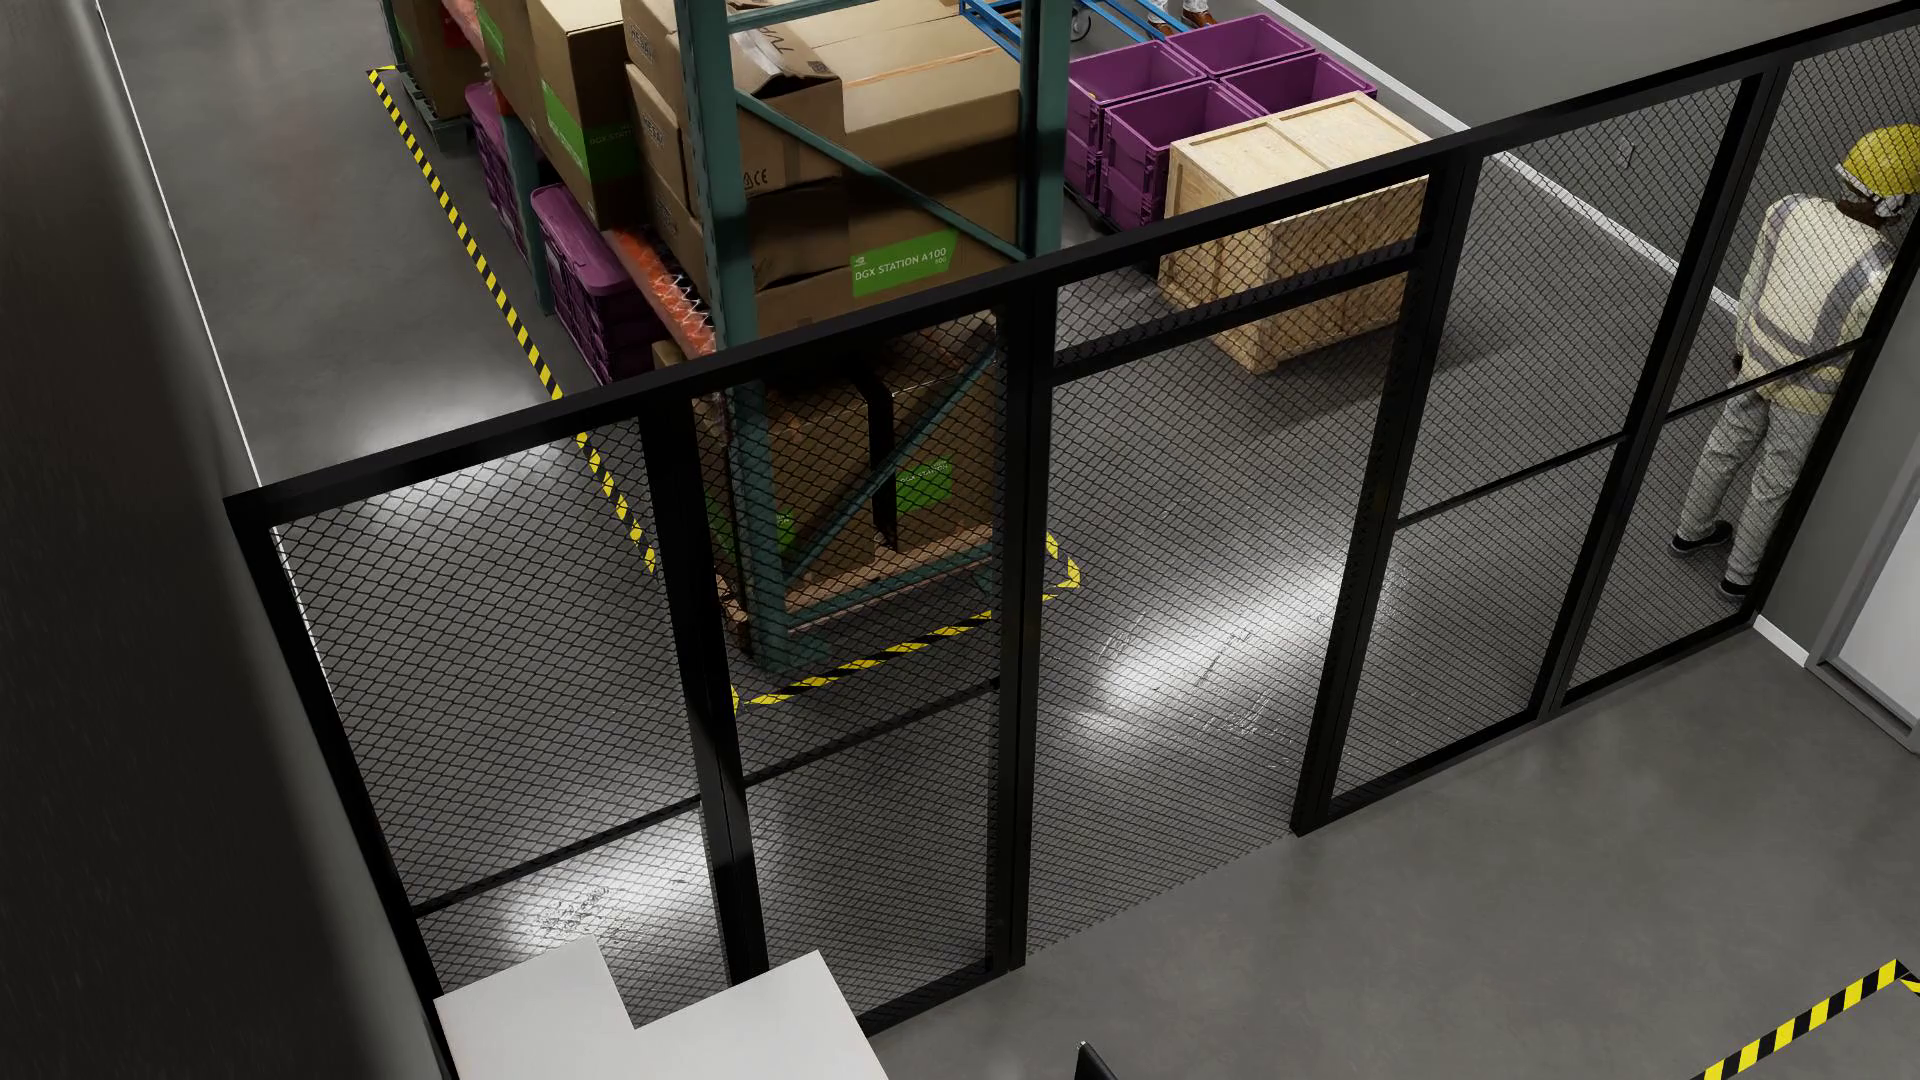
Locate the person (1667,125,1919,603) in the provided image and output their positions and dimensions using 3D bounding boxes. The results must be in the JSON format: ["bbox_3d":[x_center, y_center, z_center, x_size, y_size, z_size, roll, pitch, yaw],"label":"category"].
[{"bbox_3d":[2.856,-0.569,5.645,0.404,1.833,0.590,-14,44,-15],"label":"person"}]

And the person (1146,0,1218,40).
[{"bbox_3d":[1.271,-3.626,8.912,0.630,1.940,0.371,-22,47,-22],"label":"person"}]
